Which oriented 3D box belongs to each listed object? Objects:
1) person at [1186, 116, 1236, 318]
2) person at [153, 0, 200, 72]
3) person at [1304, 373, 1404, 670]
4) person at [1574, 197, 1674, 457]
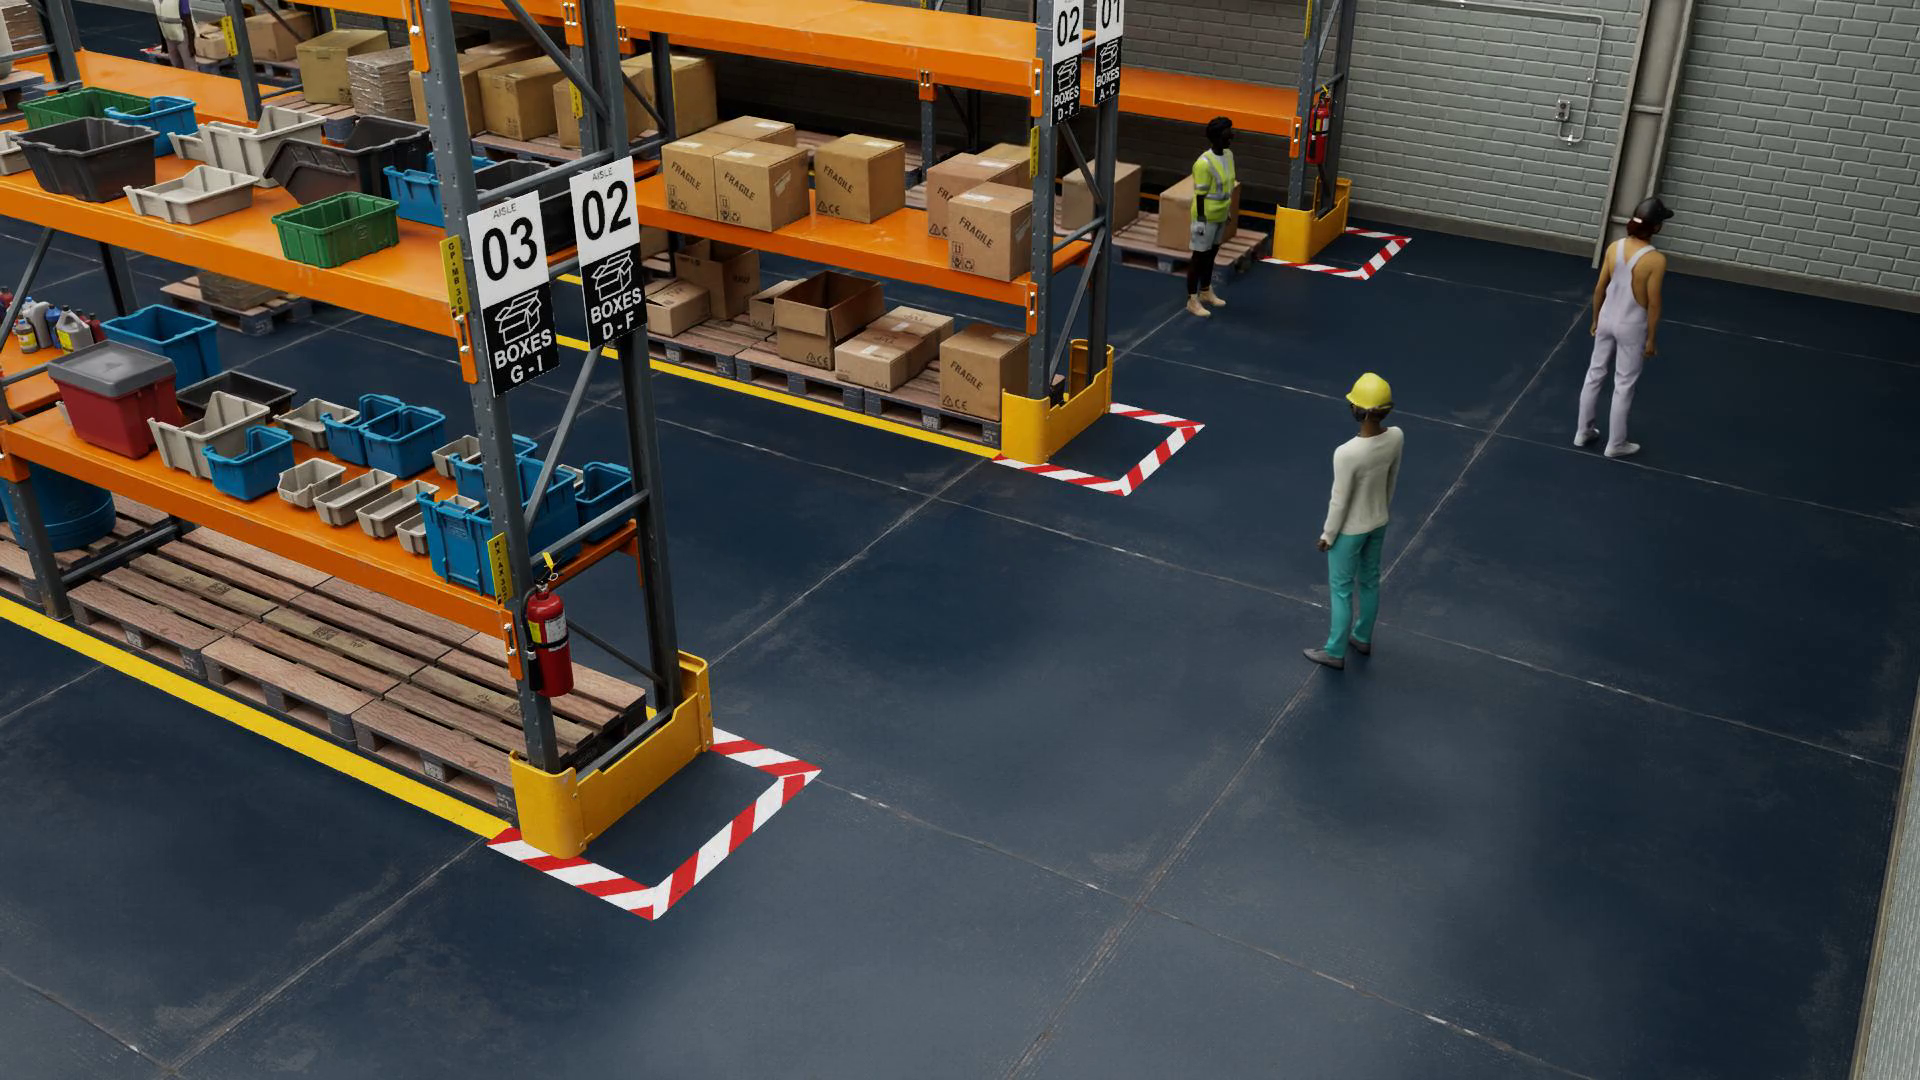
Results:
[{"bbox_3d":[2.136,-2.745,14.089,0.320,1.697,0.531,20,35,31],"label":"person"},{"bbox_3d":[-9.183,-5.866,19.558,0.571,1.830,0.414,15,33,25],"label":"person"},{"bbox_3d":[2.201,-0.100,9.274,0.533,1.767,0.312,-21,35,-32],"label":"person"},{"bbox_3d":[4.687,-1.502,11.692,0.385,1.863,0.517,-19,34,-30],"label":"person"}]
